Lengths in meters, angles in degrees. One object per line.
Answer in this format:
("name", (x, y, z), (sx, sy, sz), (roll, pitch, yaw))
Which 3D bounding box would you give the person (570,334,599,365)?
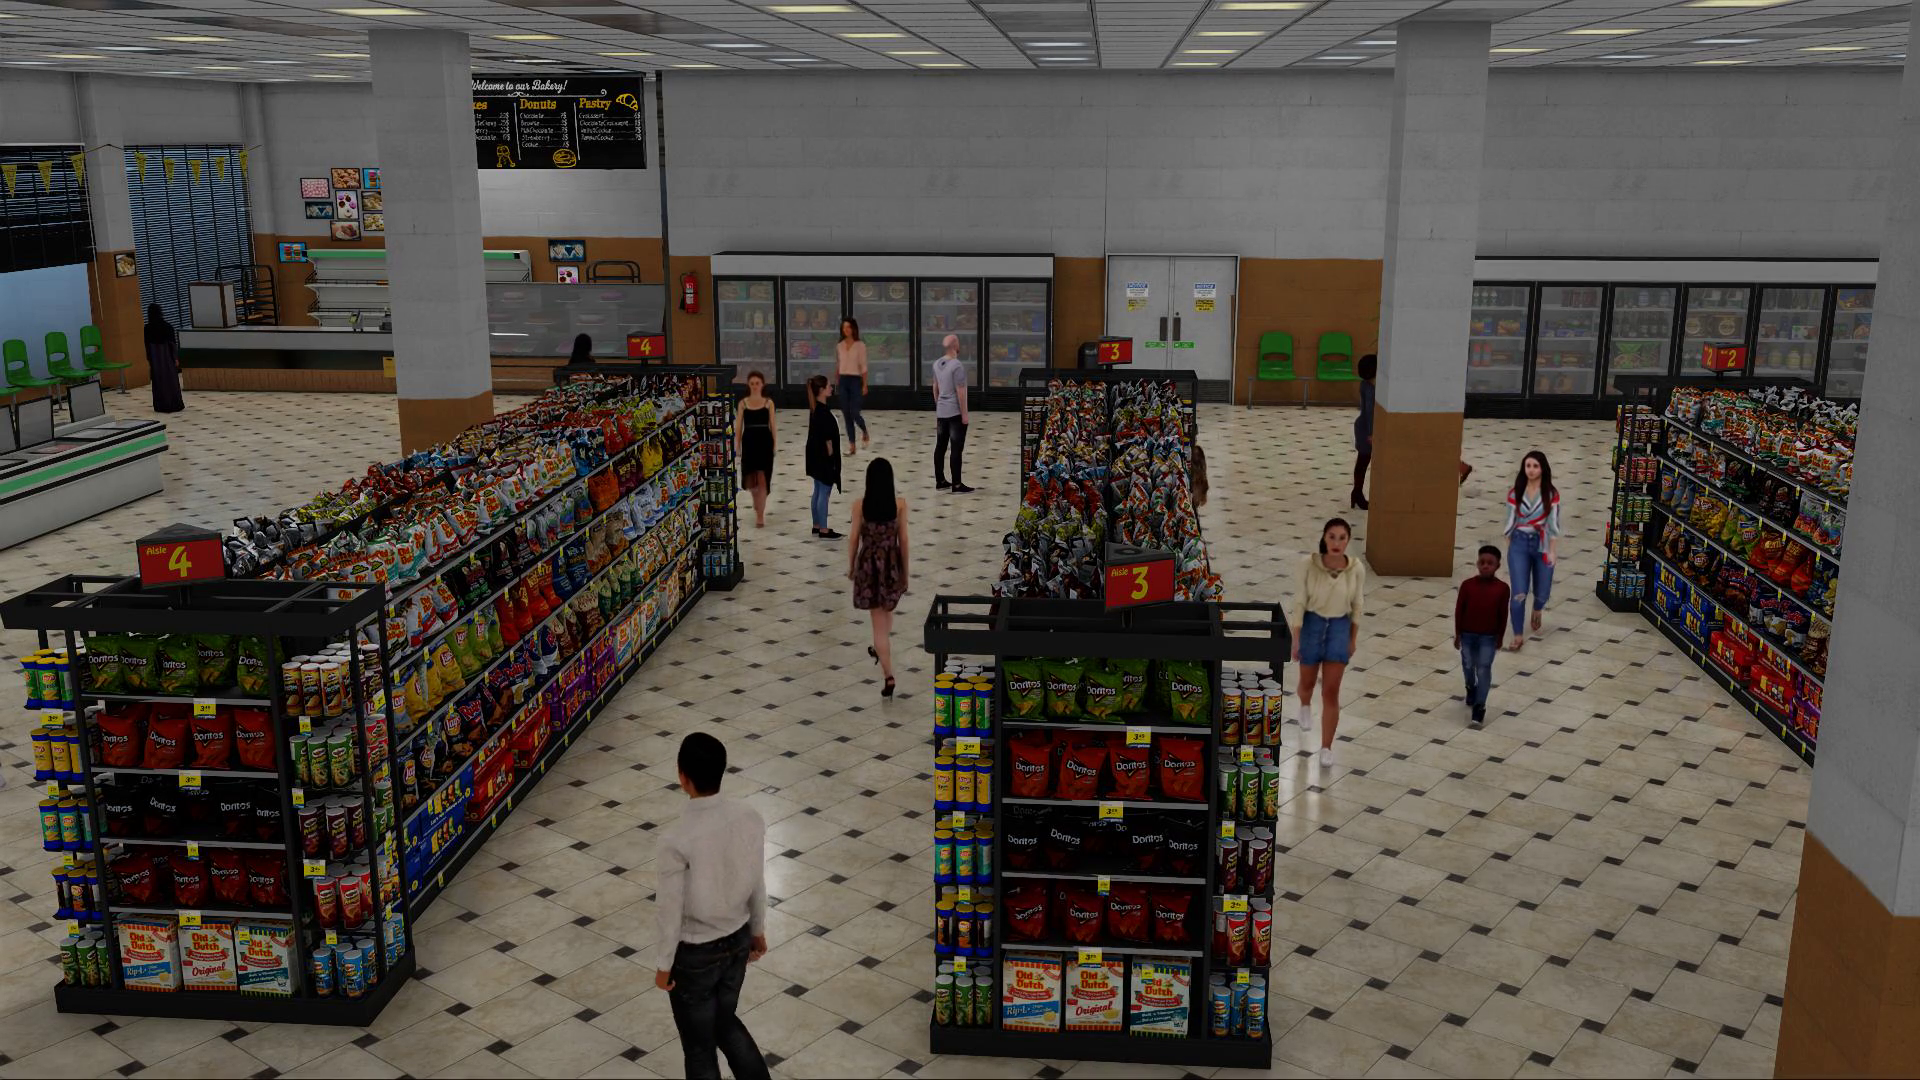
("person", (-4.560, -1.608, 20.051), (0.740, 1.708, 0.870), (6, 15, 24))

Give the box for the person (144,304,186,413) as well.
("person", (-11.931, -2.725, 24.854), (0.636, 1.614, 0.626), (-1, 14, -3))

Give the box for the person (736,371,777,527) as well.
("person", (-2.152, -0.986, 17.712), (0.663, 1.602, 1.019), (-1, 14, -4))

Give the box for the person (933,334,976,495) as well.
("person", (-0.101, -1.464, 19.185), (0.814, 1.837, 0.753), (-11, 17, -38))

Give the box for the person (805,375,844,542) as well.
("person", (-1.407, -0.843, 16.945), (0.772, 1.684, 0.648), (-5, 15, -20))

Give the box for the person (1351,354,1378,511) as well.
("person", (4.469, -1.194, 18.344), (0.647, 1.709, 0.458), (2, 14, 9))

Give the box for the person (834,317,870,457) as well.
("person", (-1.358, -1.993, 21.480), (0.742, 1.782, 0.820), (7, 16, 28))

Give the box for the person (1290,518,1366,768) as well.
("person", (2.399, 0.638, 11.018), (0.655, 1.601, 1.098), (2, 14, 8))

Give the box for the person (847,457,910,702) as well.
("person", (-0.564, 0.317, 12.086), (0.914, 1.721, 1.247), (-4, 14, -16))

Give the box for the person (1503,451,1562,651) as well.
("person", (4.601, 0.075, 13.348), (0.760, 1.597, 0.921), (7, 15, 26))

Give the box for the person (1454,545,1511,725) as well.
("person", (3.685, 0.633, 11.795), (0.692, 1.245, 0.938), (6, 15, 23))

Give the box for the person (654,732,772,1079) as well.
("person", (-0.918, 1.643, 6.460), (0.955, 1.796, 0.911), (12, 18, 42))
